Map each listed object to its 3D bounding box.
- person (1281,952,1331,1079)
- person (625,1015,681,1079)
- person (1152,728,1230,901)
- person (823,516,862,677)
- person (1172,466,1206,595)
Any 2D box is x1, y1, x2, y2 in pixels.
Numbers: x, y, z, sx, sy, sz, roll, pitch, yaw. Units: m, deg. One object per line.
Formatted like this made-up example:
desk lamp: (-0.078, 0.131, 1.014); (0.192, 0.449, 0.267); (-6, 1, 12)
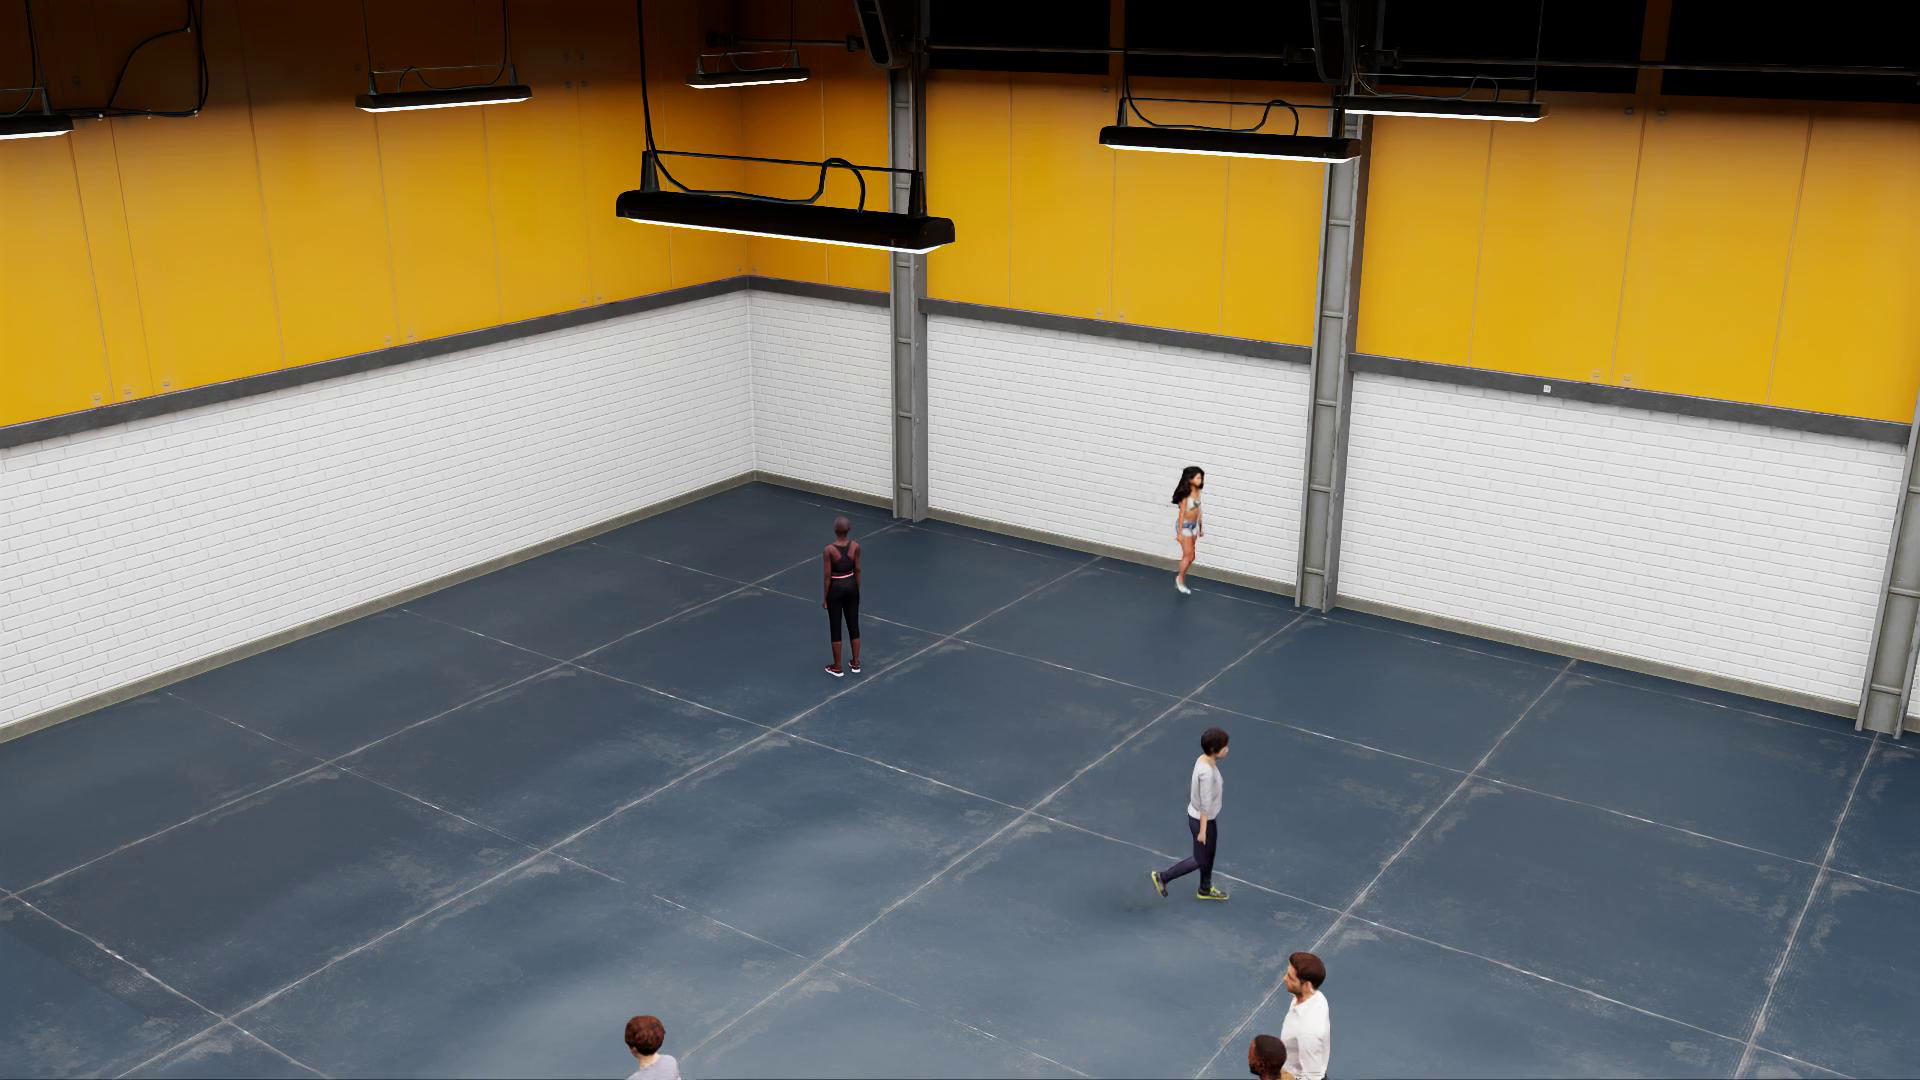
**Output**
person: (2.089, 3.237, 9.633); (1.264, 1.833, 0.916); (6, 19, 16)
person: (-1.662, 3.455, 9.310); (1.124, 1.626, 0.652); (10, 21, 28)
person: (1.848, 2.201, 13.183); (0.955, 1.531, 0.818); (1, 19, 2)
person: (-1.241, 0.584, 17.636); (0.660, 1.754, 0.674); (-9, 21, -25)
person: (2.661, -0.115, 19.935); (0.610, 1.612, 0.590); (14, 23, 35)
